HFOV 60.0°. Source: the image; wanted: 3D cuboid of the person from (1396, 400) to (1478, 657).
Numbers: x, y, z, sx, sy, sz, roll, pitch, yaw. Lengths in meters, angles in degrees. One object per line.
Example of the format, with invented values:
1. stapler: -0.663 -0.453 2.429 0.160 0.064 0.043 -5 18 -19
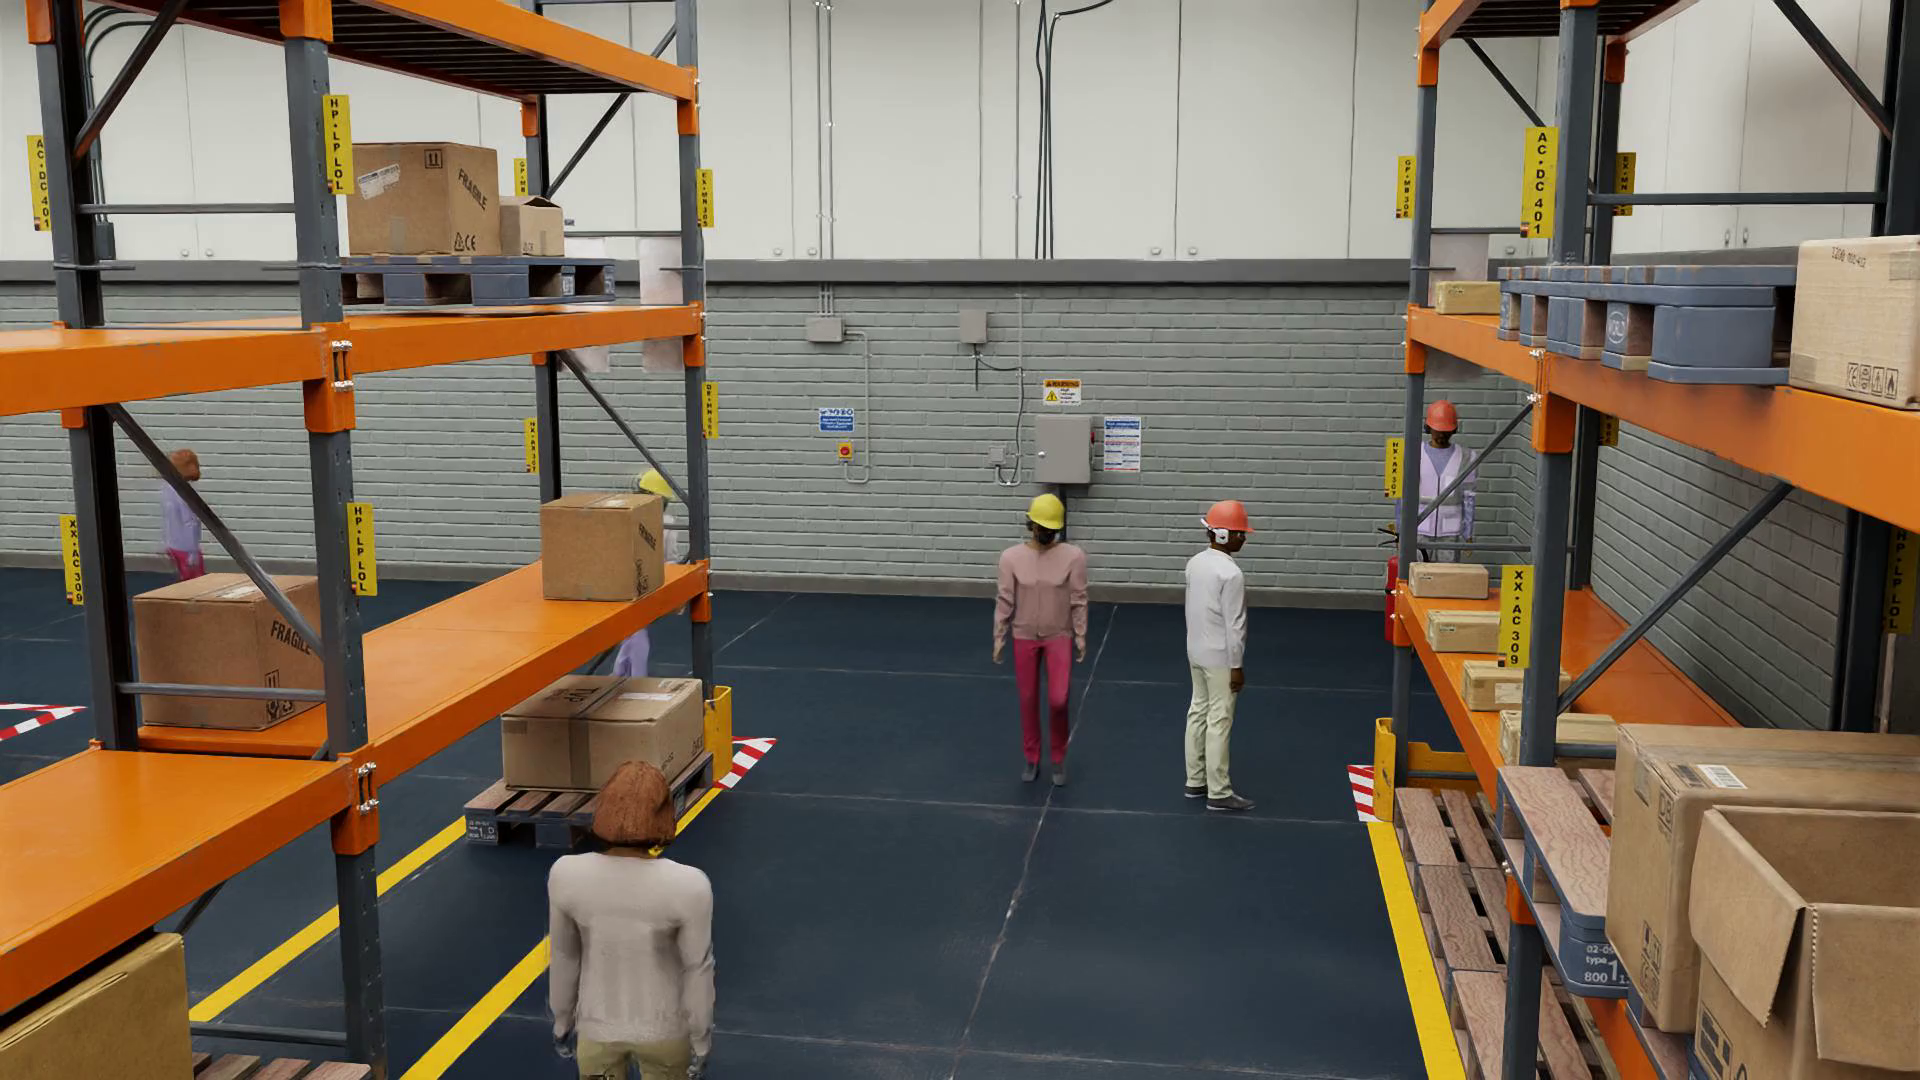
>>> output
1. person: 3.716 -0.079 13.000 0.605 2.036 0.388 2 9 10

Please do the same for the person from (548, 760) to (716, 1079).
1. person: -0.966 1.451 4.848 0.513 1.615 0.536 1 9 4

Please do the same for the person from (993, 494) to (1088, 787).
1. person: 0.472 0.592 9.759 0.548 1.744 0.489 1 9 9

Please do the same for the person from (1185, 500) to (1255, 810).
1. person: 1.476 0.642 9.430 0.339 1.748 0.564 -3 10 -17

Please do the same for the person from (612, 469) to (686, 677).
1. person: -2.144 0.370 11.199 0.745 1.704 0.541 7 12 38
